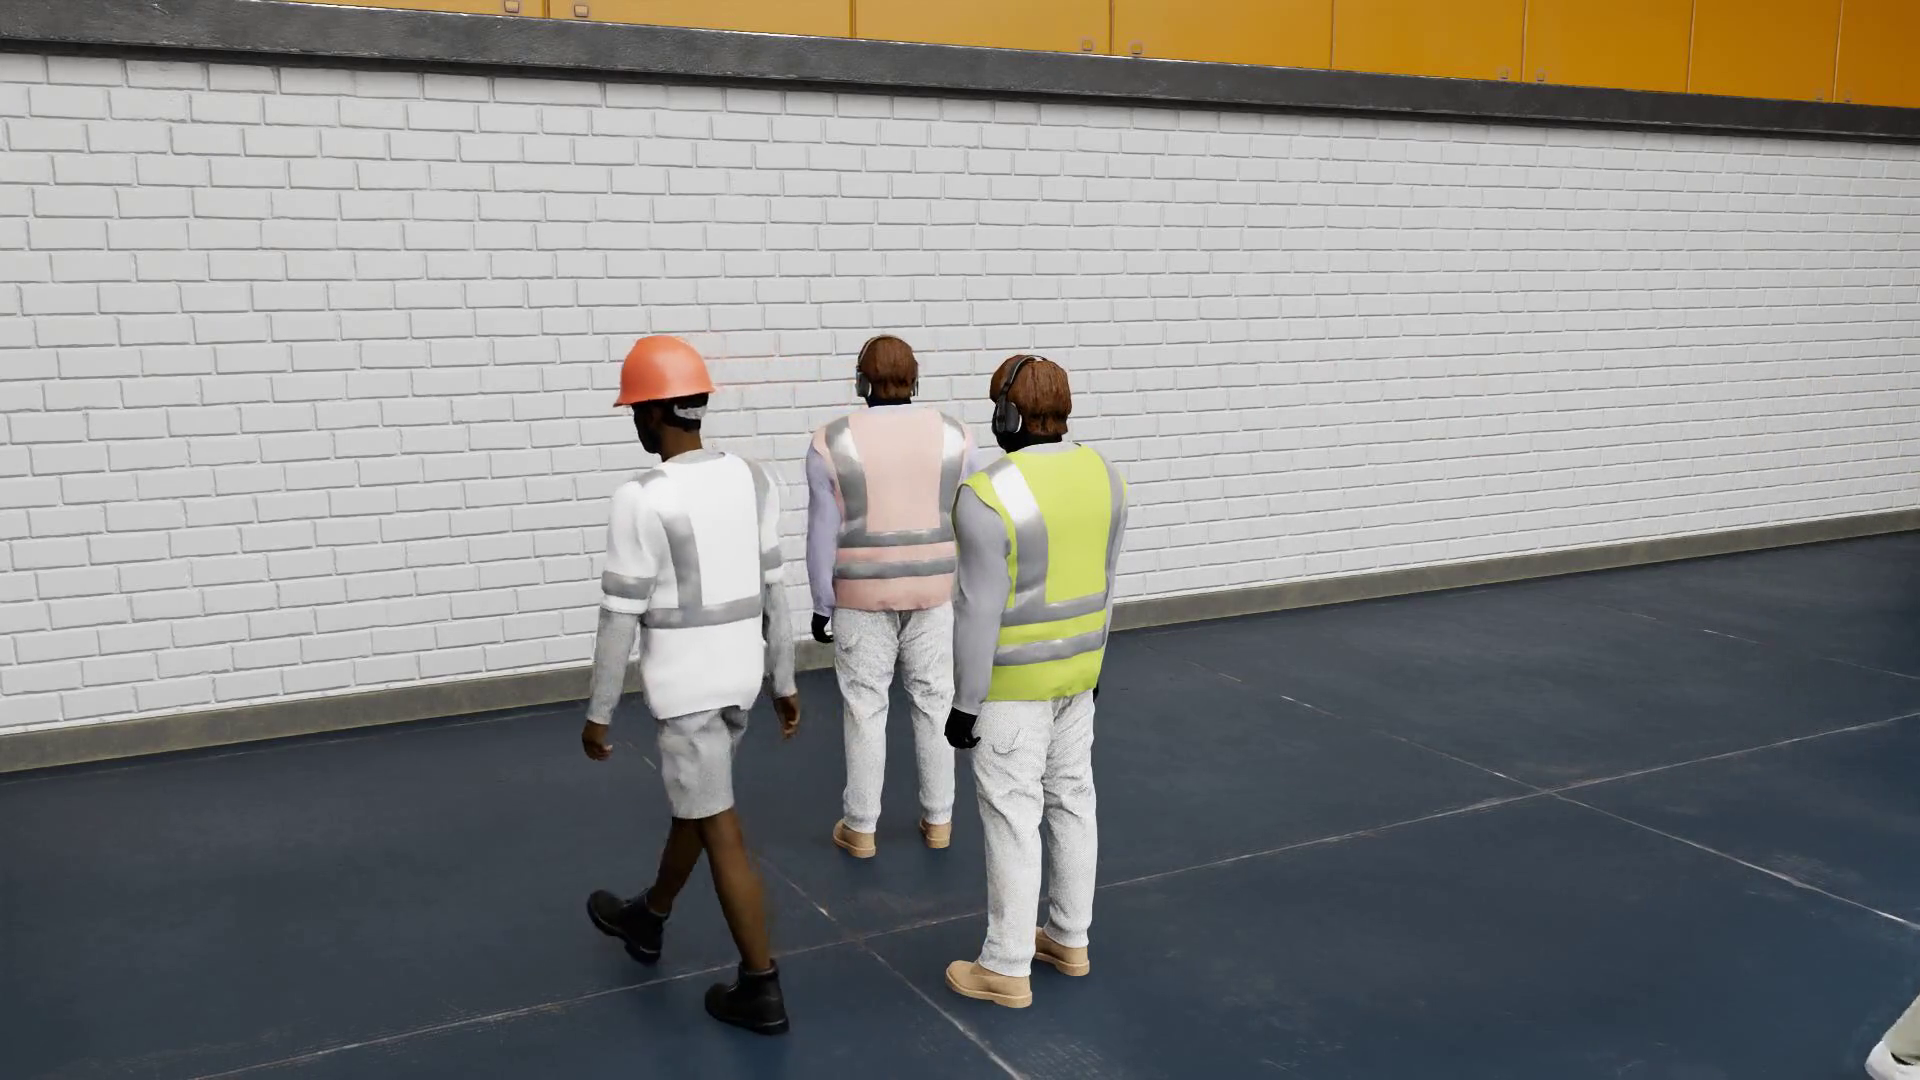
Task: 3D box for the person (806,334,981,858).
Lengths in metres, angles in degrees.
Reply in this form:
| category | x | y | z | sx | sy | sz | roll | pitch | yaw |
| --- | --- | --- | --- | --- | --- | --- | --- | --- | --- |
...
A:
| category | x | y | z | sx | sy | sz | roll | pitch | yaw |
| --- | --- | --- | --- | --- | --- | --- | --- | --- | --- |
| person | -0.242 | 0.201 | 5.860 | 0.627 | 1.844 | 0.429 | -3 | 10 | -17 |

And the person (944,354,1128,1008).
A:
| category | x | y | z | sx | sy | sz | roll | pitch | yaw |
| --- | --- | --- | --- | --- | --- | --- | --- | --- | --- |
| person | 0.187 | 0.397 | 4.731 | 0.429 | 1.844 | 0.627 | 9 | 13 | 43 |

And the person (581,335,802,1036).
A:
| category | x | y | z | sx | sy | sz | roll | pitch | yaw |
| --- | --- | --- | --- | --- | --- | --- | --- | --- | --- |
| person | -0.827 | 0.387 | 4.639 | 0.954 | 1.890 | 0.557 | 7 | 12 | 35 |

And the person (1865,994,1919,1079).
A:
| category | x | y | z | sx | sy | sz | roll | pitch | yaw |
| --- | --- | --- | --- | --- | --- | --- | --- | --- | --- |
| person | 2.626 | 0.579 | 3.764 | 0.530 | 1.826 | 0.997 | -9 | 13 | -42 |
